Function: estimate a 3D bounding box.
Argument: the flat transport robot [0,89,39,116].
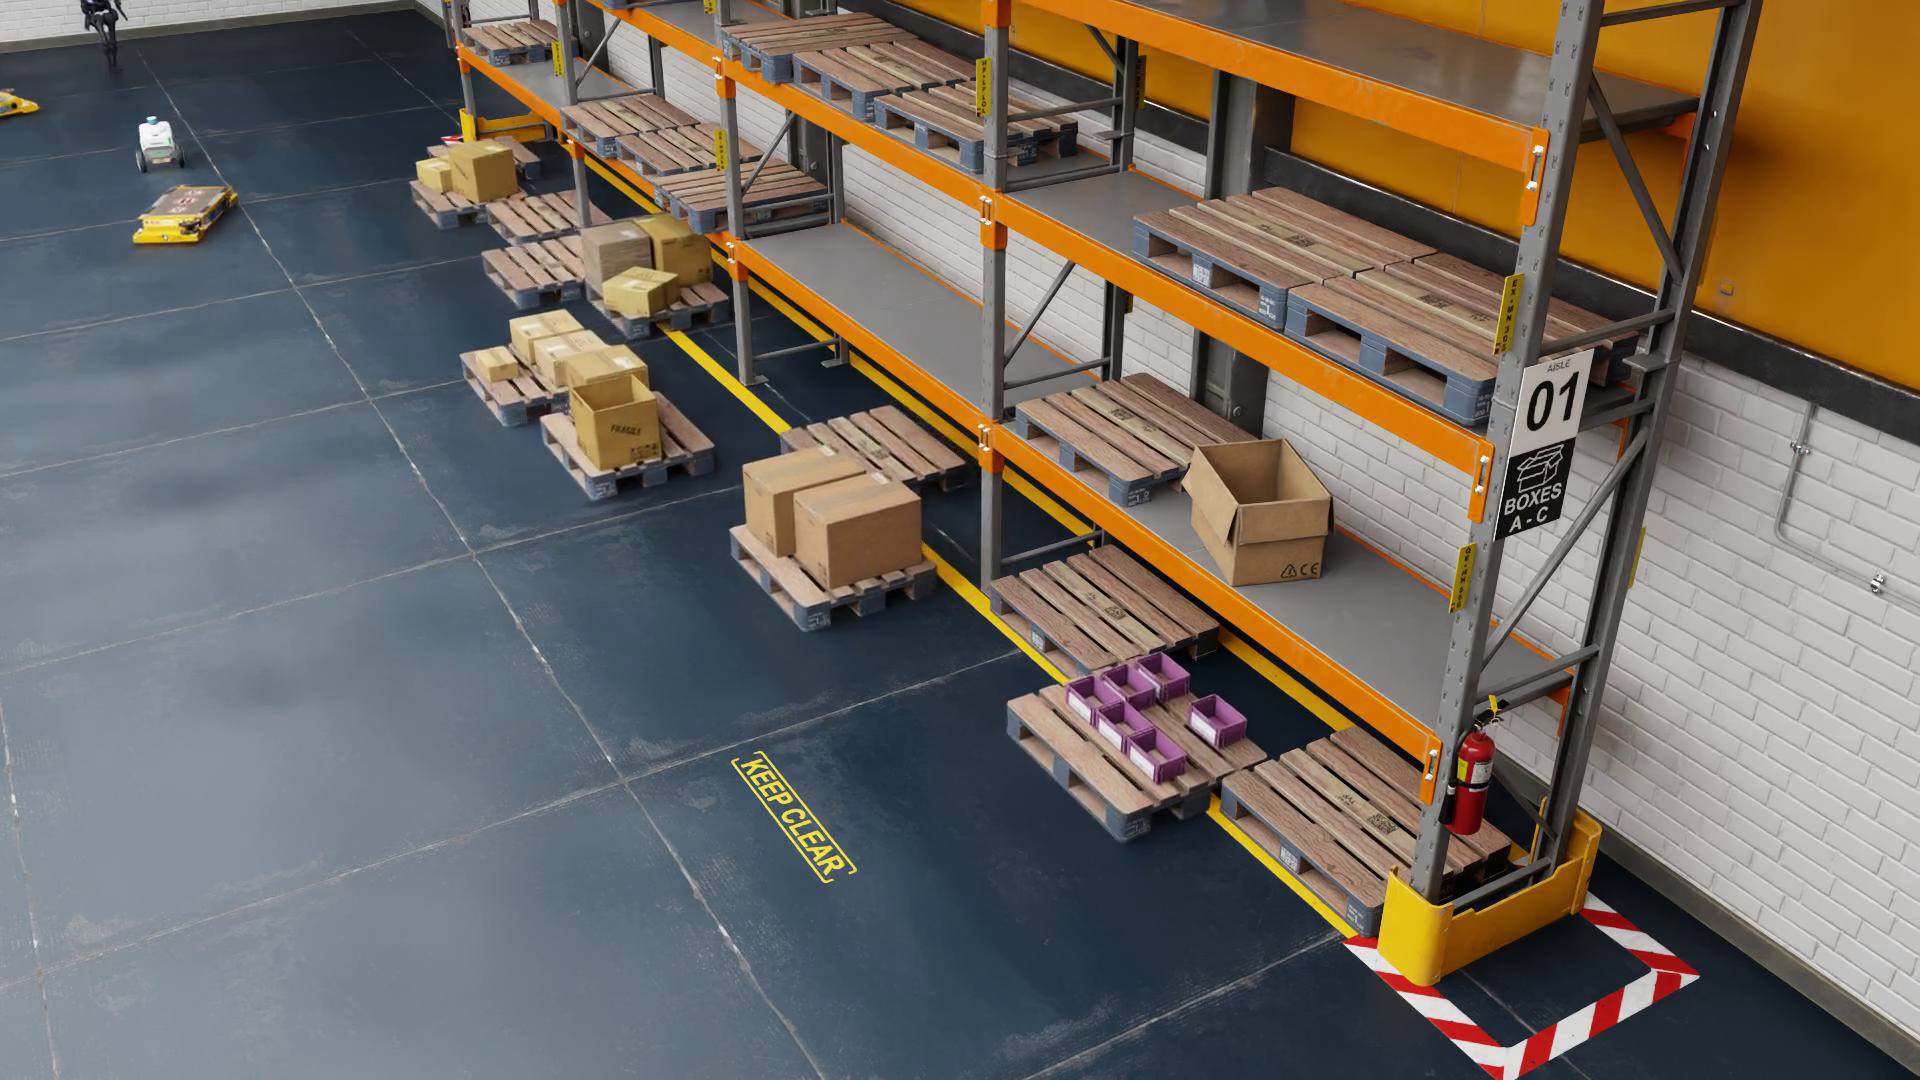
[{"bbox_3d":[-12.715,-5.505,21.351,0.659,0.231,1.431,20,35,32],"label":"flat transport robot"}]

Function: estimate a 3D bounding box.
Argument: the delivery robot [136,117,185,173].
[{"bbox_3d":[-9.447,-4.678,19.589,0.513,0.584,0.744,-13,32,-22],"label":"delivery robot"}]

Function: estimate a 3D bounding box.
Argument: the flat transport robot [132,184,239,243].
[{"bbox_3d":[-8.283,-3.503,17.816,0.659,0.231,1.431,-2,30,-4],"label":"flat transport robot"}]

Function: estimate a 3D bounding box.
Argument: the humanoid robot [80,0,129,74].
[{"bbox_3d":[-11.951,-7.370,23.221,0.545,1.644,0.593,20,35,32],"label":"humanoid robot"}]
